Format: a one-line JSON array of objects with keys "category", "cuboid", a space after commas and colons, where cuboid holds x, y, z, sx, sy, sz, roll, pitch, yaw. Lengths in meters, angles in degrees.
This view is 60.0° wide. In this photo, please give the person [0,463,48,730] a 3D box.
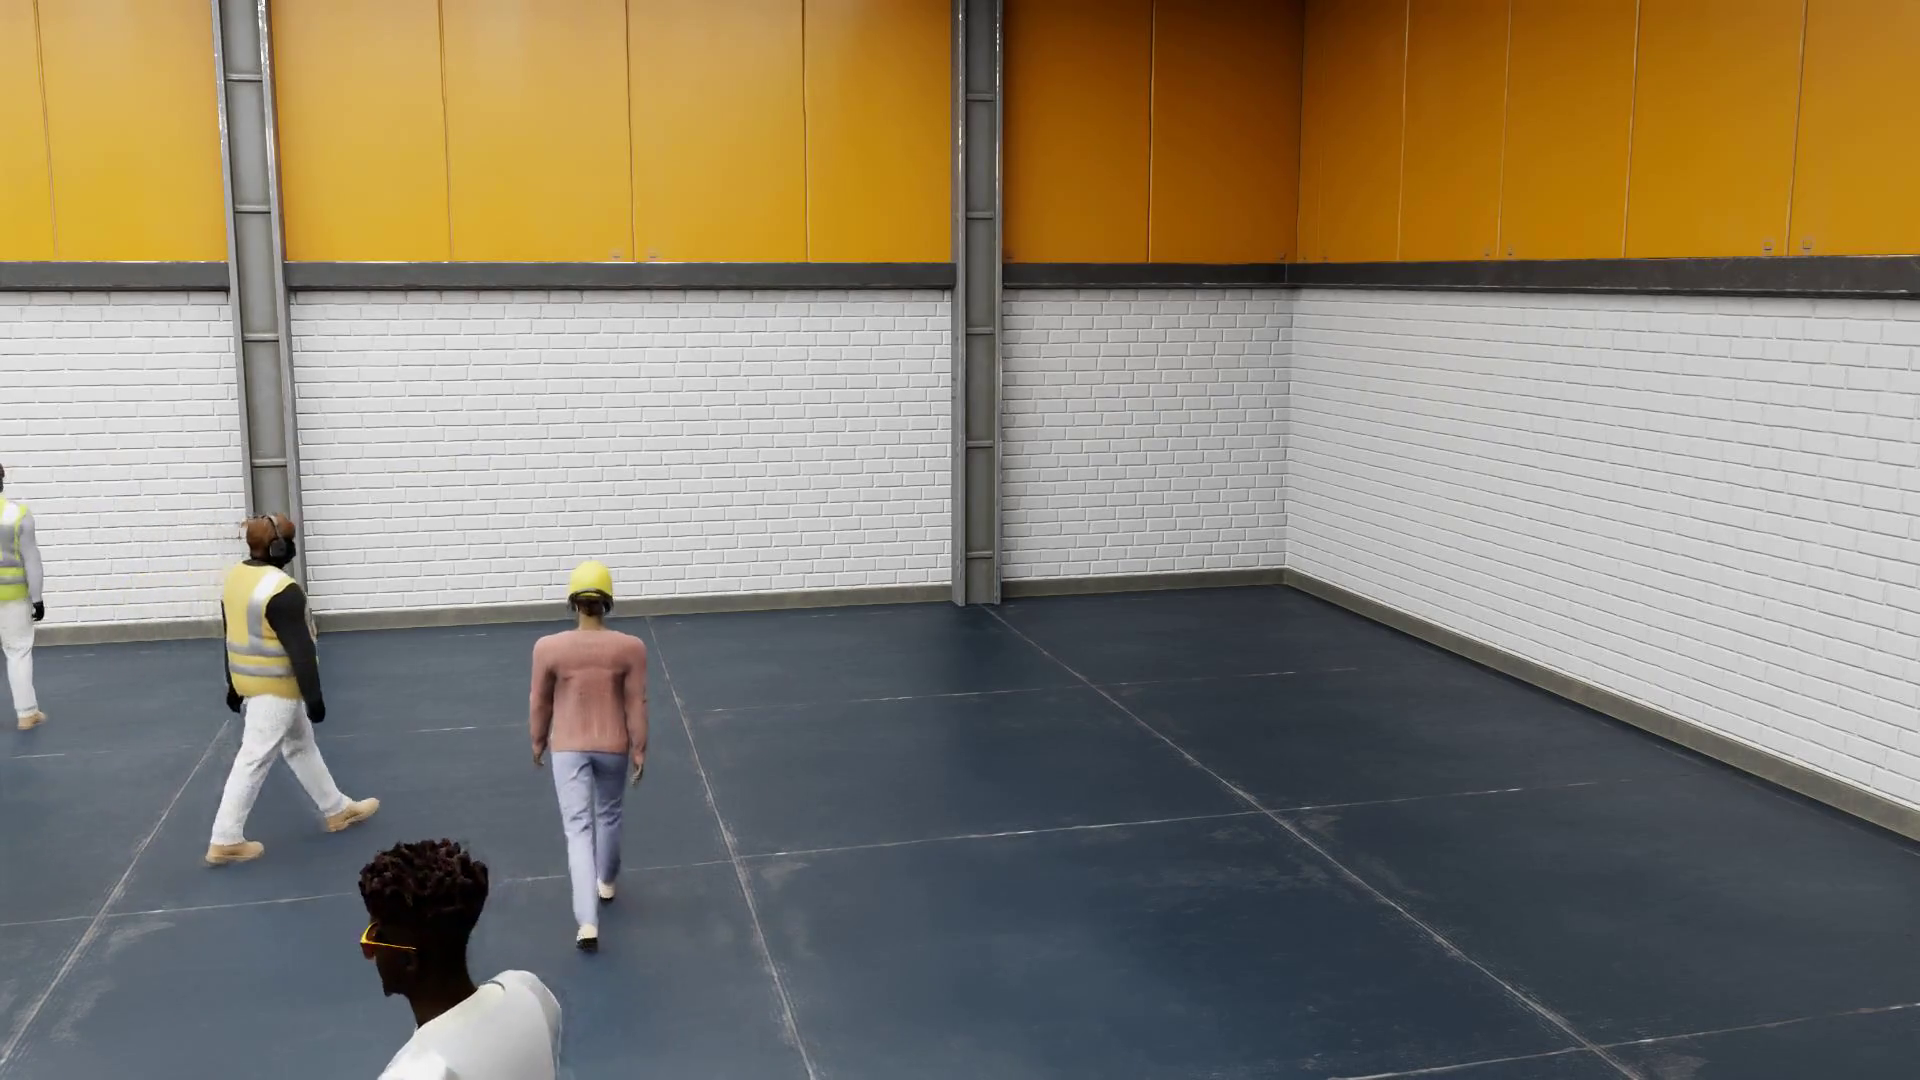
[{"category": "person", "cuboid": [-6.384, 0.365, 11.002, 0.634, 1.841, 0.429, -2, 9, -11]}]

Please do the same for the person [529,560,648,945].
[{"category": "person", "cuboid": [-1.703, 0.951, 7.686, 0.523, 1.726, 0.898, -3, 10, -20]}]

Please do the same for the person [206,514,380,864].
[{"category": "person", "cuboid": [-3.557, 0.754, 8.718, 0.644, 1.791, 0.986, 9, 13, 44]}]

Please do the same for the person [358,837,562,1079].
[{"category": "person", "cuboid": [-1.082, 1.535, 3.435, 0.994, 1.914, 0.612, 3, 10, 20]}]
